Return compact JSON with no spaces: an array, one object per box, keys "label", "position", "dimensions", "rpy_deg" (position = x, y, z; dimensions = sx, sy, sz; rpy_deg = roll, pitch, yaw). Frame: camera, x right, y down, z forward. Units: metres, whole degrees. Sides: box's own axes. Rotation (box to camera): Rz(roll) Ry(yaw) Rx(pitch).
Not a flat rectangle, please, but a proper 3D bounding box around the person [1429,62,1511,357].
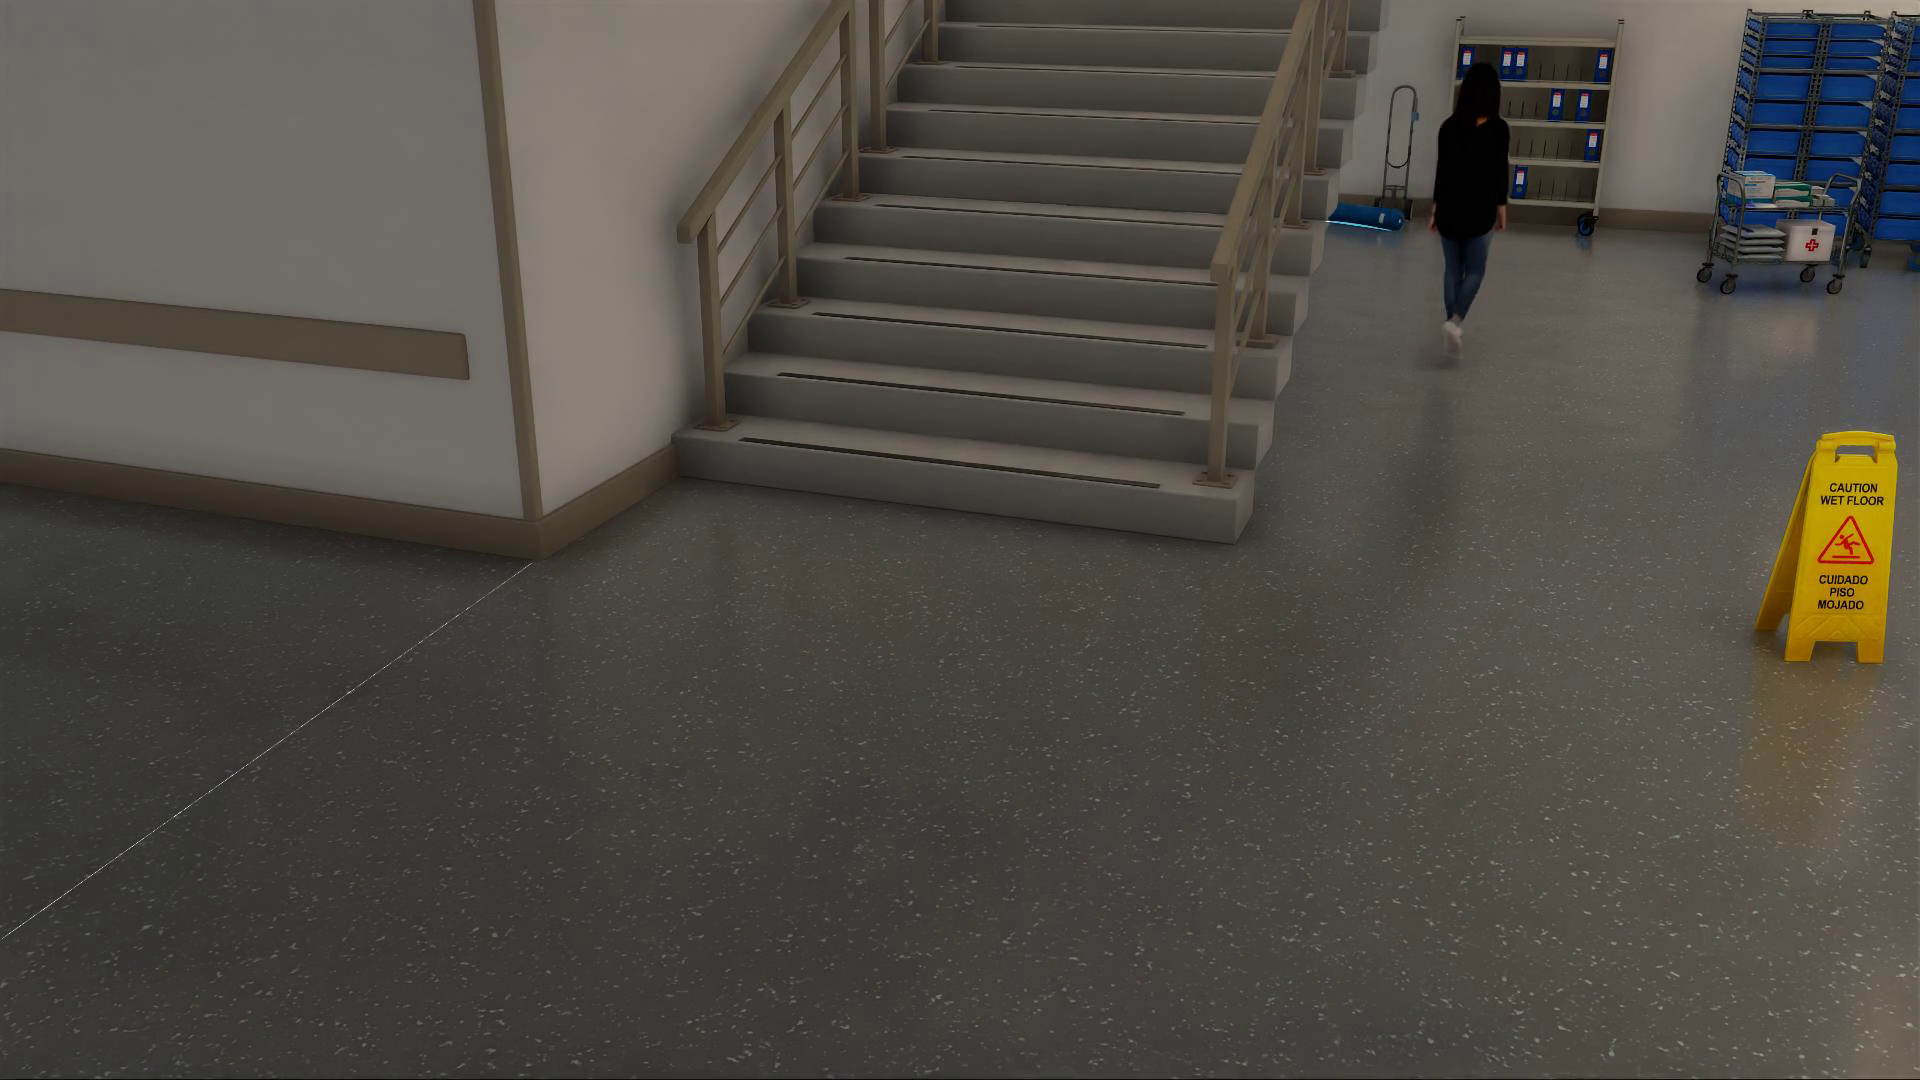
[{"label":"person","position":[2.885,-1.861,9.489],"dimensions":[0.701,1.625,1.032],"rpy_deg":[12,24,29]}]
